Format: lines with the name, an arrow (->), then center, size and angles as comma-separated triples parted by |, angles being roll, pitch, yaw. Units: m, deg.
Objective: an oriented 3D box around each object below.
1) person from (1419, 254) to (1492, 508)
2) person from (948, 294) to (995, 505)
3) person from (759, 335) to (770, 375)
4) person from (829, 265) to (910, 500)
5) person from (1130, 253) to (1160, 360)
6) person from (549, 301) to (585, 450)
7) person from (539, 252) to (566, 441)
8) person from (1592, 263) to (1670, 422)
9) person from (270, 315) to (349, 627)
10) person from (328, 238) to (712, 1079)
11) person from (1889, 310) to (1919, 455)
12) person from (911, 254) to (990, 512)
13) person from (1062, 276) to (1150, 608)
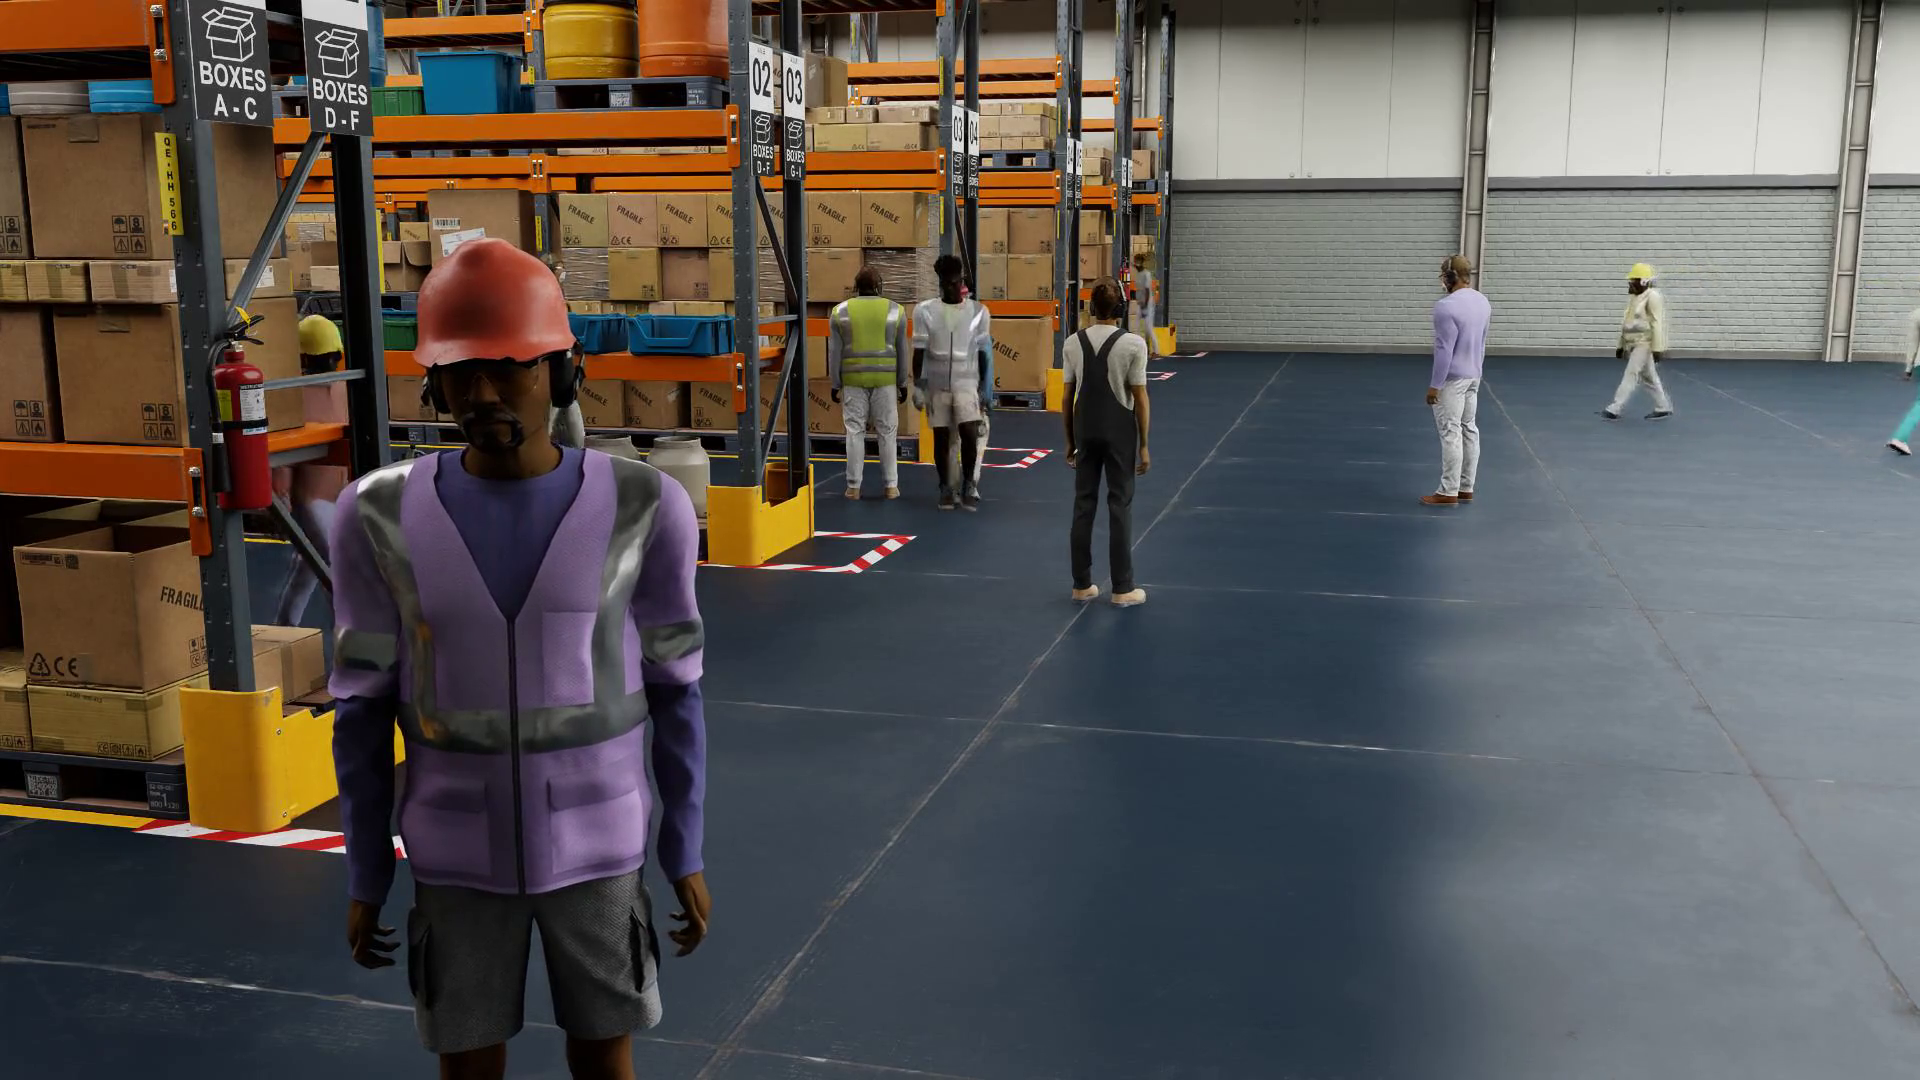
person -> 3.797, -1.213, 12.758 | 0.628, 1.935, 0.373 | -10, 14, -43
person -> 0.016, -1.079, 12.845 | 0.544, 1.623, 0.375 | 3, 11, 16
person -> -2.359, -2.509, 19.670 | 0.405, 2.035, 0.606 | 3, 11, 14
person -> -0.715, -1.235, 13.135 | 0.633, 1.842, 0.429 | -1, 10, -5
person -> 3.090, -3.950, 28.225 | 0.820, 1.824, 0.537 | -5, 11, -26
person -> -3.236, -1.124, 13.222 | 0.849, 1.602, 0.505 | 6, 12, 28
person -> -3.805, -1.683, 15.381 | 0.375, 1.931, 0.632 | -3, 11, -16
person -> 7.649, -2.216, 18.752 | 0.944, 1.779, 0.613 | 0, 10, 1
person -> -2.922, -0.181, 7.667 | 0.929, 1.703, 0.517 | 4, 11, 19
person -> -0.733, 0.526, 2.814 | 0.616, 2.041, 0.382 | -2, 10, -9
person -> 9.276, -1.663, 15.867 | 0.931, 1.725, 0.533 | -3, 11, -16
person -> -0.067, -1.162, 12.484 | 0.598, 1.932, 0.643 | 0, 10, -1
person -> 0.814, -0.541, 9.281 | 0.525, 1.843, 0.332 | 5, 12, 27
